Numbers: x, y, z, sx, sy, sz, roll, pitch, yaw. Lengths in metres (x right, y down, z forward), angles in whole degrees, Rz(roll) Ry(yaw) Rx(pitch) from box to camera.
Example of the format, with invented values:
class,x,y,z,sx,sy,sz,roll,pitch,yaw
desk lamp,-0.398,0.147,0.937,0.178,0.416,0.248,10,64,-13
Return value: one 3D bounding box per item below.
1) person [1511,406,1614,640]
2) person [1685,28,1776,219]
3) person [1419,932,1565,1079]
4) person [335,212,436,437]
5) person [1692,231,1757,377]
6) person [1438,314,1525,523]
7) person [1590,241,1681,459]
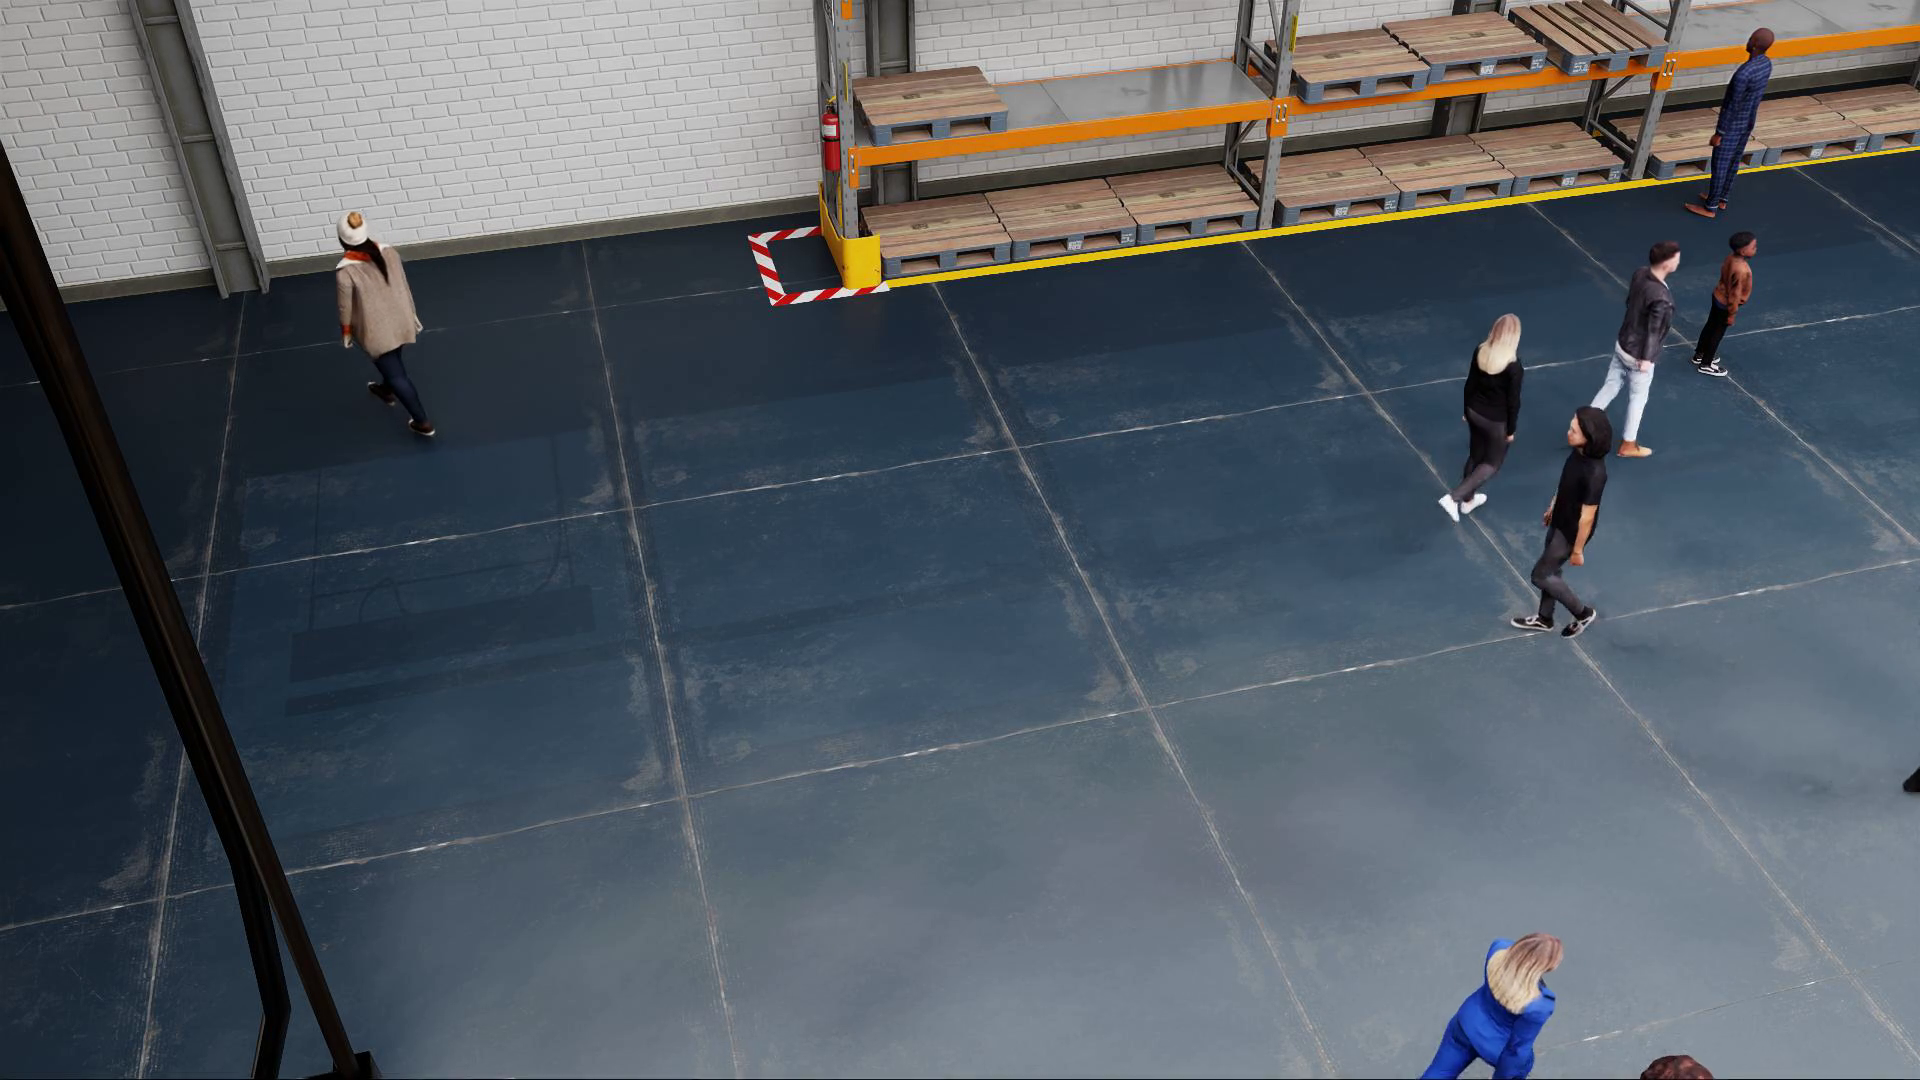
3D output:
class,x,y,z,sx,sy,sz,roll,pitch,yaw
person,4.043,-0.077,10.773,0.869,1.794,0.802,7,39,9
person,7.264,-3.910,15.551,0.706,1.820,0.818,-30,47,-32
person,2.392,2.396,7.787,1.230,1.656,0.767,-17,41,-20
person,-4.348,-1.613,12.656,1.193,1.844,1.214,26,46,29
person,6.230,-1.946,13.545,0.585,1.254,0.585,5,39,6
person,3.689,-0.814,11.794,0.920,1.672,0.772,-22,44,-26
person,5.001,-1.421,12.420,0.847,1.839,0.709,-5,39,-6
